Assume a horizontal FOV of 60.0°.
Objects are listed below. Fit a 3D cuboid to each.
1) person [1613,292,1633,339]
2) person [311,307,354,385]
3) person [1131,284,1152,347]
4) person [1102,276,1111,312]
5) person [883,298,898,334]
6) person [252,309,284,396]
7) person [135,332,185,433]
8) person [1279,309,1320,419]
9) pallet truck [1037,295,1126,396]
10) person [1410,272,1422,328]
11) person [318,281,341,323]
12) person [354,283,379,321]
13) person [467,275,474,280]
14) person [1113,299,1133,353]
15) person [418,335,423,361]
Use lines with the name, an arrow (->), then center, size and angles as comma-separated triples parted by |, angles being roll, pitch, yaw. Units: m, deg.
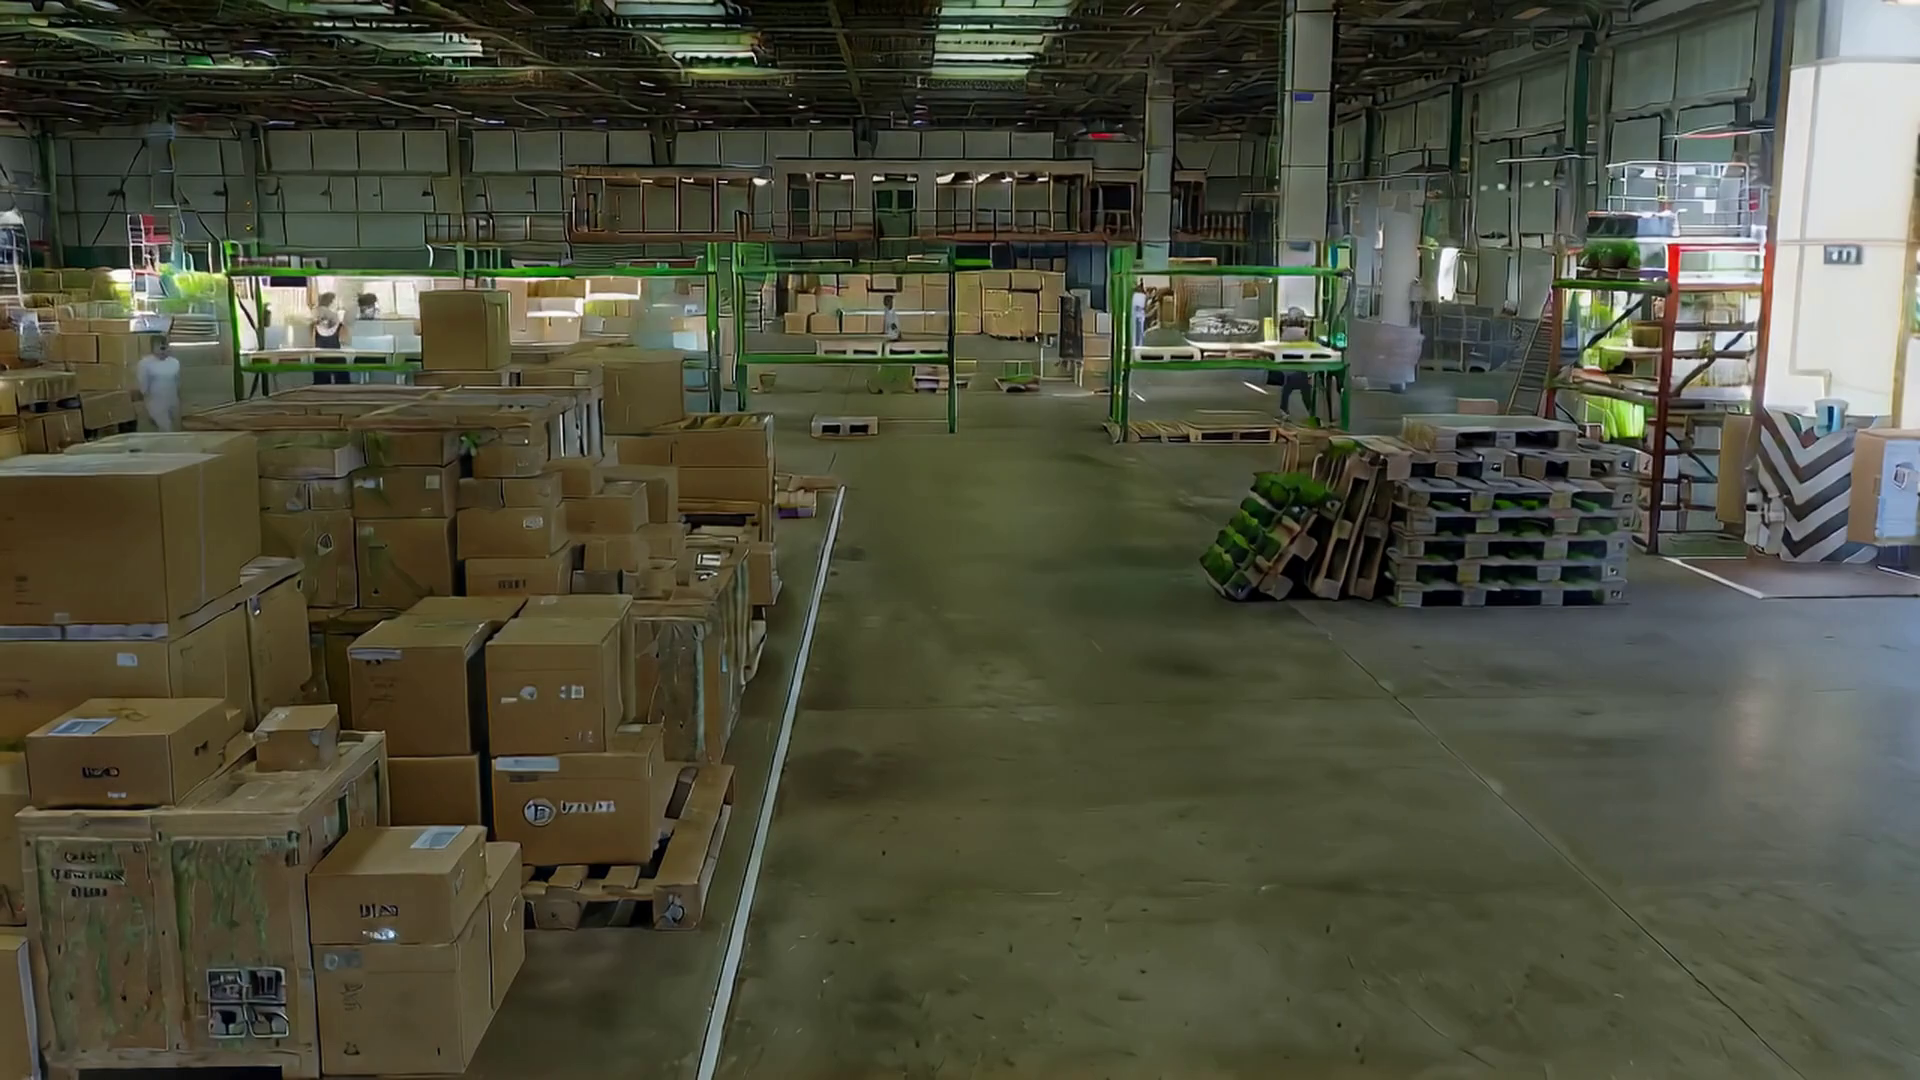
person -> 15.159, -4.707, 37.973 | 0.611, 1.876, 0.992 | -3, 11, -15
person -> -10.599, -2.996, 28.008 | 0.759, 2.000, 1.053 | 0, 10, 2
person -> 5.154, -6.390, 47.527 | 0.650, 1.819, 0.638 | 0, 10, 2
person -> 6.262, -10.592, 70.766 | 0.350, 1.883, 0.583 | -3, 11, -15
person -> -1.546, -4.262, 35.671 | 0.458, 1.838, 0.651 | 0, 10, 2
person -> -12.144, -3.118, 29.186 | 0.549, 1.859, 0.385 | -8, 13, -37
person -> -9.757, -1.586, 20.477 | 0.612, 1.918, 0.640 | 5, 11, 24
person -> 5.830, -3.033, 28.647 | 0.958, 1.876, 0.616 | -9, 13, -40
pallet truck -> 2.483, -3.881, 33.060 | 1.885, 1.965, 0.823 | -7, 13, -36
person -> 15.598, -8.128, 56.762 | 0.660, 1.989, 0.450 | -9, 13, -41
person -> -17.900, -6.401, 47.240 | 0.632, 1.942, 0.459 | 1, 10, 4
person -> -16.270, -6.089, 45.628 | 0.607, 1.902, 0.678 | -3, 11, -15
person -> -20.321, -10.216, 68.775 | 0.504, 1.847, 0.345 | -2, 10, -10
person -> 3.392, -4.142, 34.681 | 0.353, 1.937, 0.635 | 8, 13, 38
person -> -8.325, -2.650, 26.522 | 0.585, 1.882, 0.340 | 2, 10, 11
